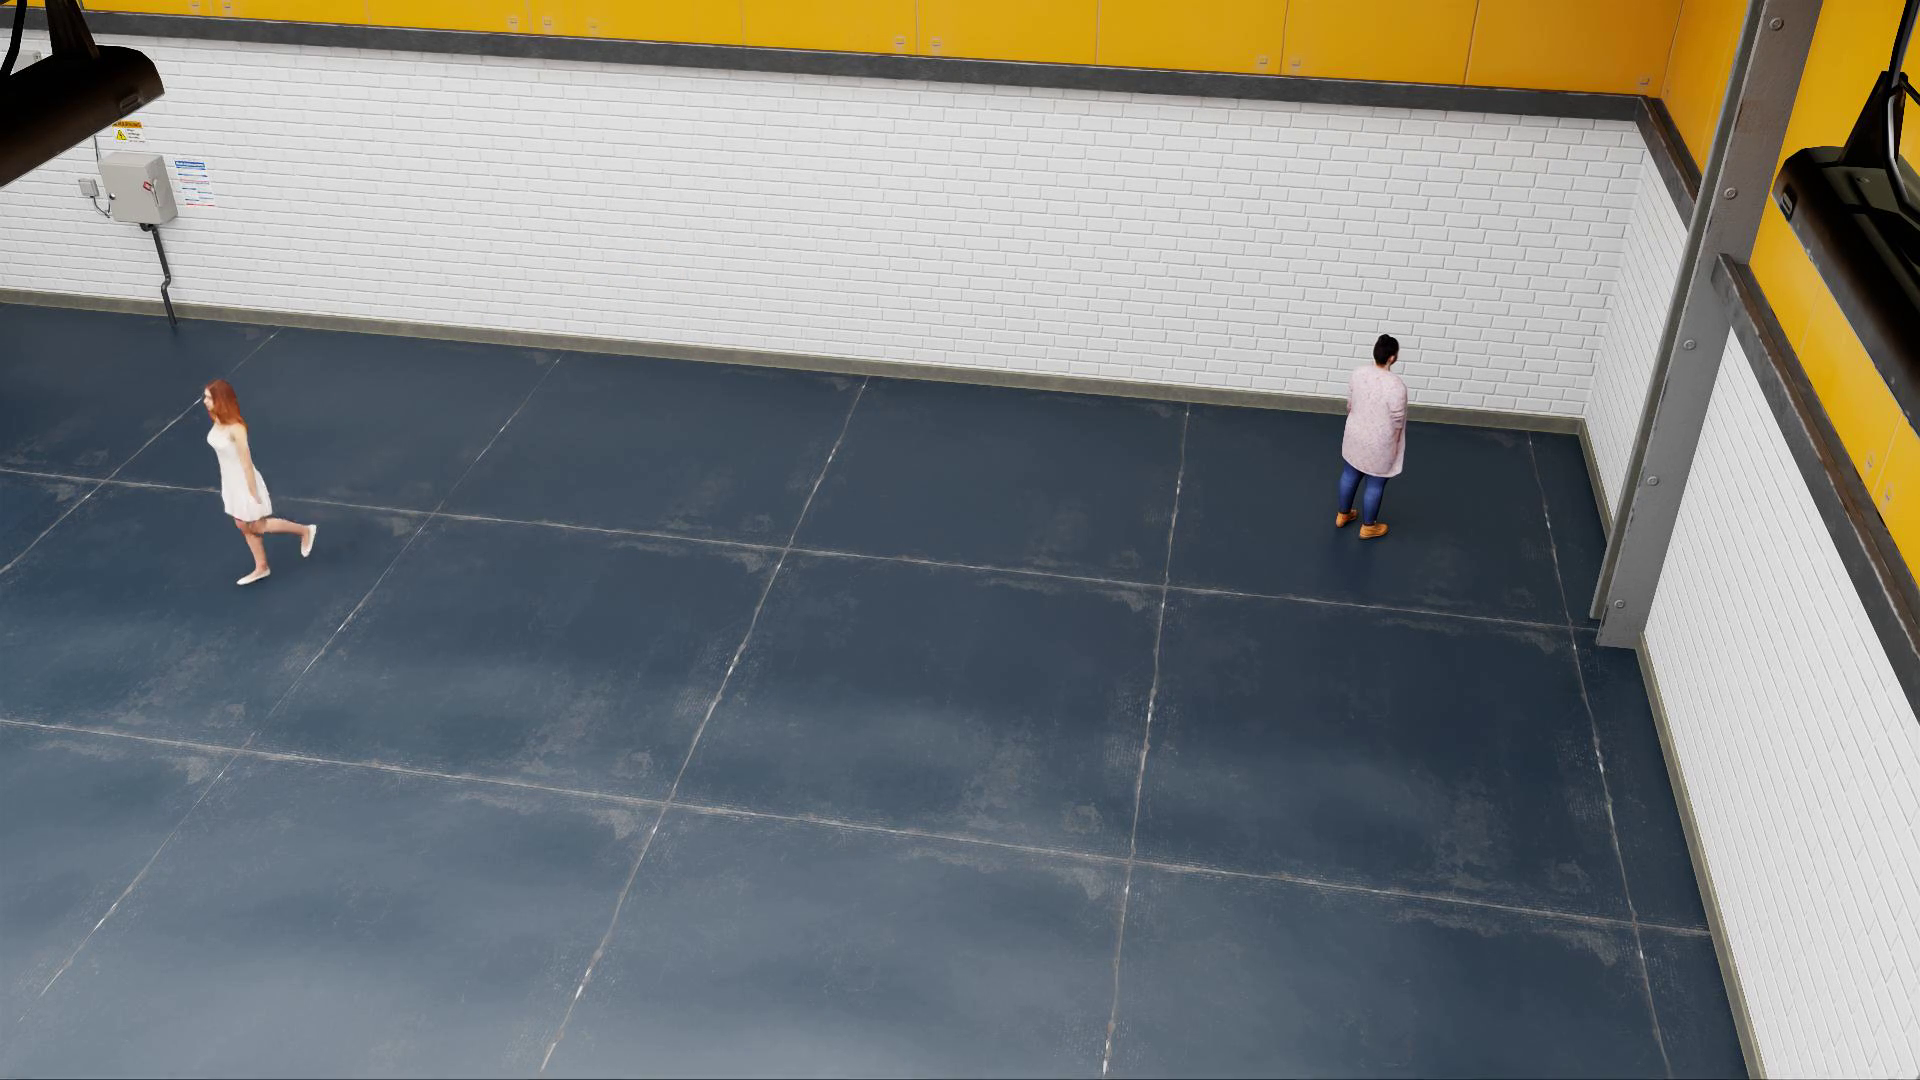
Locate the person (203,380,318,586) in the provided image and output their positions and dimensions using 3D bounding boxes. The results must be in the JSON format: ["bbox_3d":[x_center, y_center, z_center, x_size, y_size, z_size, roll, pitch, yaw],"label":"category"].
[{"bbox_3d":[-5.294,-0.461,12.477,0.974,1.700,0.858,-28,43,-35],"label":"person"}]

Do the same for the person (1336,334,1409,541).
[{"bbox_3d":[3.215,-0.823,12.982,0.840,1.744,0.794,-24,41,-32],"label":"person"}]
